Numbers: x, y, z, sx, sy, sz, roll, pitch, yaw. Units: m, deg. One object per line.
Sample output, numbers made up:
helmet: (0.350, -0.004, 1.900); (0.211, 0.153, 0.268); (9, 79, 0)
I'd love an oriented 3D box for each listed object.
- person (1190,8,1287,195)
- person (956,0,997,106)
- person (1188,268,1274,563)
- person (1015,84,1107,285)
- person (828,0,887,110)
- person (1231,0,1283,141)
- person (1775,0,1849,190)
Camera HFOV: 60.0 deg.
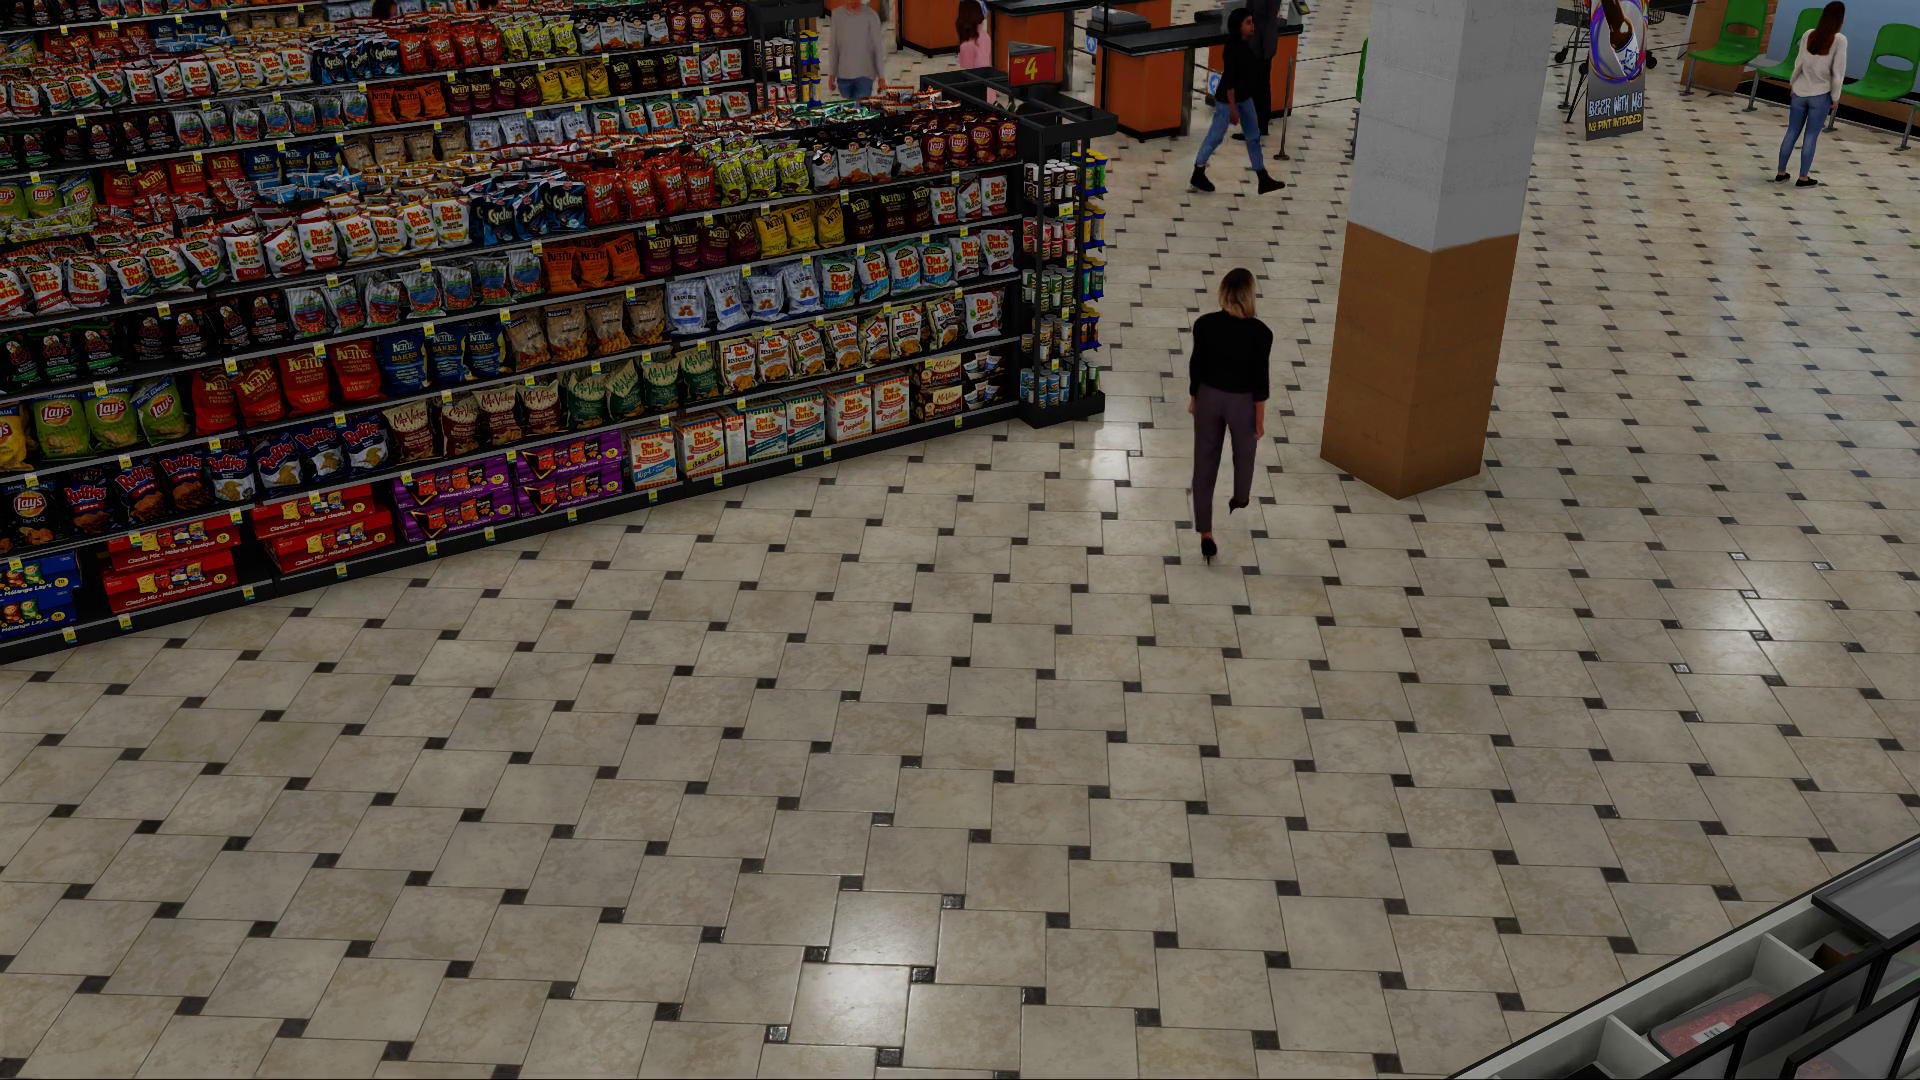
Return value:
person: (2.397, -3.945, 15.096); (0.939, 1.659, 1.155); (21, 35, 33)
person: (0.230, -3.861, 14.832); (0.988, 1.765, 1.113); (18, 33, 29)
person: (1.425, -0.635, 9.051); (0.970, 1.644, 1.057); (9, 30, 16)
person: (0.450, -2.622, 12.533); (1.234, 1.794, 0.922); (-7, 29, -13)
person: (-0.957, -4.363, 15.667); (1.181, 1.847, 1.276); (9, 30, 16)
person: (3.031, -5.001, 16.843); (0.864, 1.840, 0.727); (15, 32, 26)
person: (7.893, -4.118, 15.383); (0.555, 1.689, 0.633); (-18, 33, -30)
